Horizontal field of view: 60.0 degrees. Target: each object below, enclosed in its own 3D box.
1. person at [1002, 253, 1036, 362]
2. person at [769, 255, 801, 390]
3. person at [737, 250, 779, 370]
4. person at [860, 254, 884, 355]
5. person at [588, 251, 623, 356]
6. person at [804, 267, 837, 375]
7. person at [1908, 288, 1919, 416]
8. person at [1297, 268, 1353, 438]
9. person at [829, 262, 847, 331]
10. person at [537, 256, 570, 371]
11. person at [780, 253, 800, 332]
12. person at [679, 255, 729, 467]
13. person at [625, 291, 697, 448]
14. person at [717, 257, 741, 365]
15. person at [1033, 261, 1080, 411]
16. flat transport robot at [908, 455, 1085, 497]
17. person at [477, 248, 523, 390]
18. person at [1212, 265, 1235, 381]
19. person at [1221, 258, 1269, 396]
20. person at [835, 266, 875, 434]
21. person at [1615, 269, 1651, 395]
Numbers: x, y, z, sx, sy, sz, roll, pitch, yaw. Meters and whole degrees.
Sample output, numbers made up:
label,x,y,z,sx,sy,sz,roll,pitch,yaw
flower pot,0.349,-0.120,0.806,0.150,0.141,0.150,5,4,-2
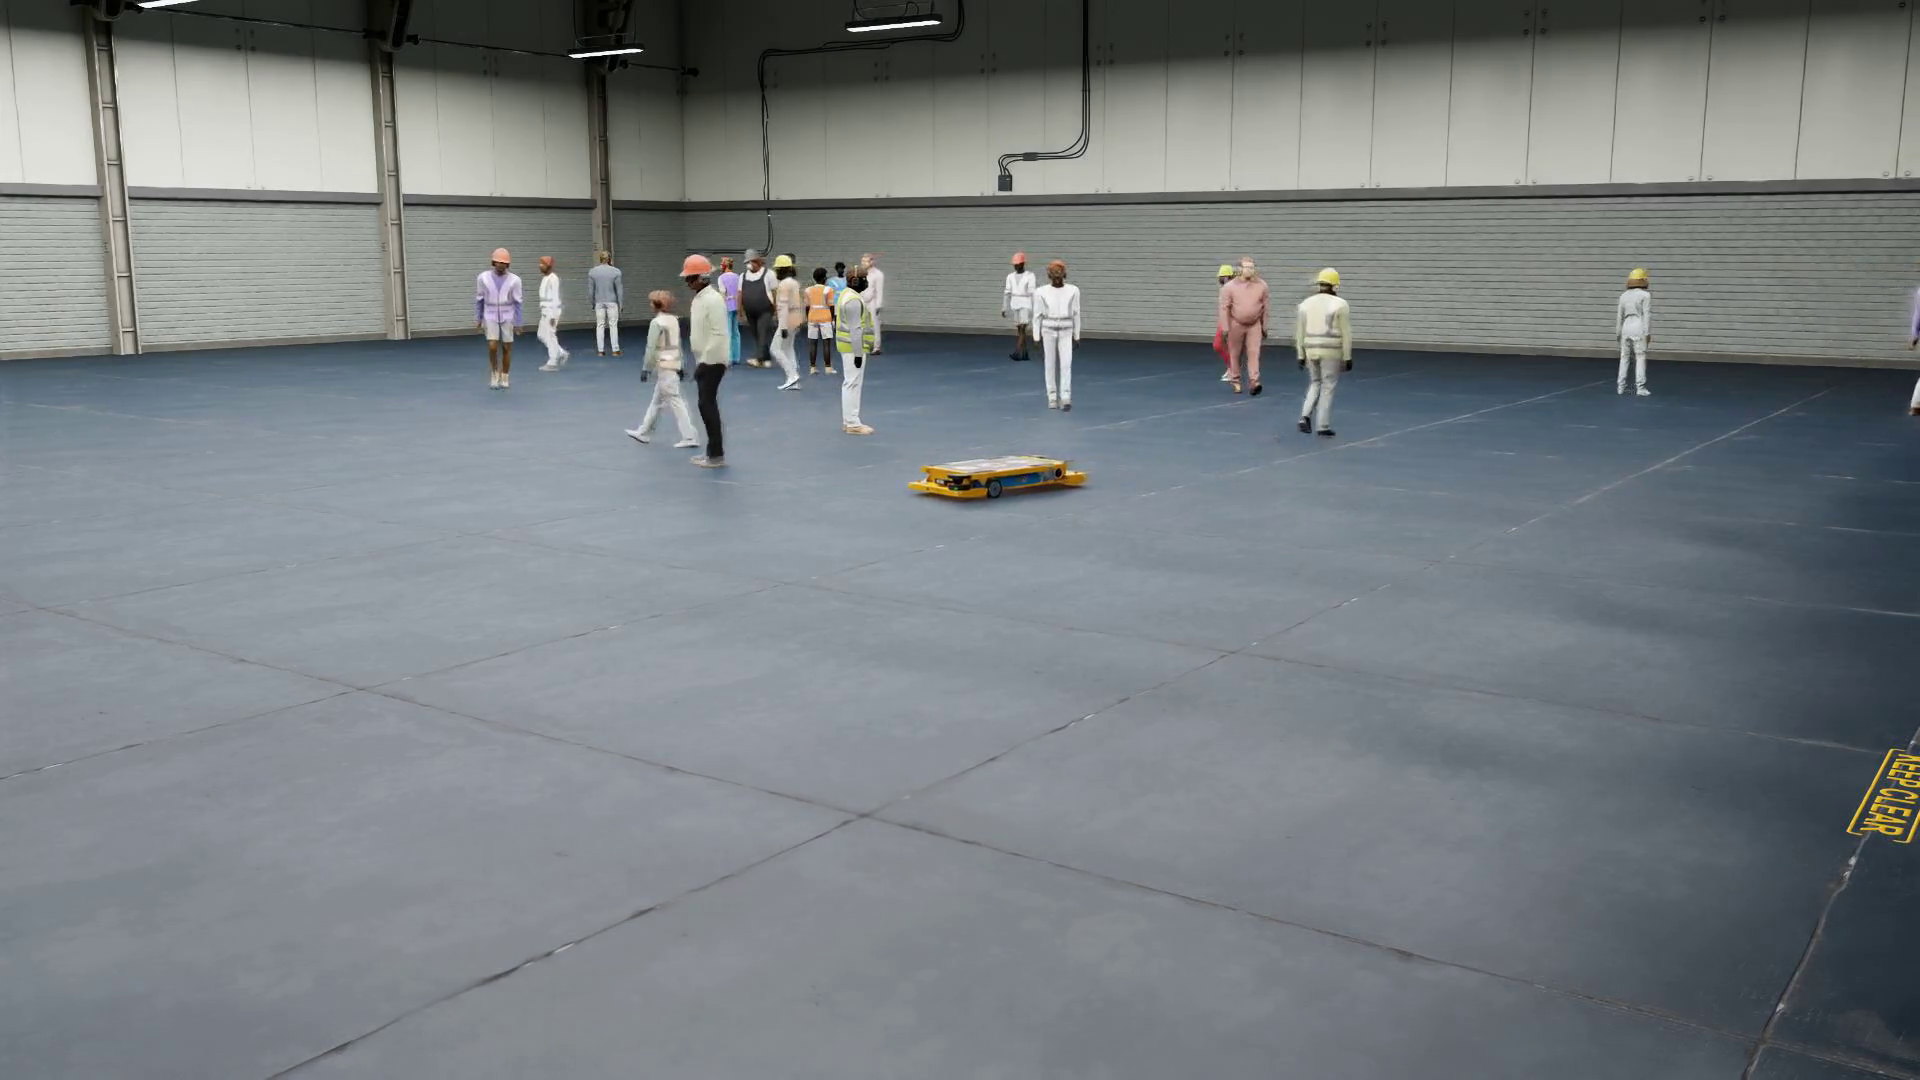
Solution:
label,x,y,z,sx,sy,sz,roll,pitch,yaw
person,0.997,-4.079,29.237,0.576,1.893,0.935,6,12,29
person,-2.469,-3.057,23.477,0.426,1.907,0.607,2,10,9
person,-3.350,-3.824,27.407,0.699,2.000,1.058,4,11,19
person,-1.748,-4.333,30.726,0.672,1.869,0.854,6,12,31
person,-6.508,-4.347,30.629,0.635,1.934,0.353,1,10,4
person,-2.206,-3.458,26.326,0.529,1.694,0.321,4,11,22
person,11.934,-2.445,20.107,1.002,1.887,0.660,-3,11,-17
person,3.901,-1.985,17.751,0.420,1.819,0.609,-9,13,-41
person,-2.478,-4.942,34.649,0.545,1.687,0.375,-4,11,-20
person,-6.667,-3.680,27.071,0.451,1.872,0.603,-6,12,-29
person,-3.989,-5.799,39.032,0.429,1.841,0.633,-6,12,-32
person,-2.369,-1.645,15.469,0.500,1.964,0.642,-5,11,-27
person,-3.065,-1.736,16.977,0.880,1.589,0.538,3,10,14
person,-3.926,-3.897,28.358,0.384,1.845,0.569,5,11,28
person,1.208,-2.522,20.667,0.601,1.838,0.939,0,10,-1
flat transport robot,0.321,-0.546,14.005,1.431,0.197,0.652,-8,13,-40
person,-6.543,-3.134,23.647,0.644,2.002,0.764,-2,10,-13
person,4.026,-3.256,25.045,0.369,1.756,0.537,-4,11,-22
person,3.912,-2.903,22.746,0.673,1.856,0.959,0,10,0
person,-1.138,-2.065,18.150,0.429,1.838,0.629,-2,10,-10
person,9.291,-2.840,22.879,0.376,1.718,0.593,-7,12,-34
